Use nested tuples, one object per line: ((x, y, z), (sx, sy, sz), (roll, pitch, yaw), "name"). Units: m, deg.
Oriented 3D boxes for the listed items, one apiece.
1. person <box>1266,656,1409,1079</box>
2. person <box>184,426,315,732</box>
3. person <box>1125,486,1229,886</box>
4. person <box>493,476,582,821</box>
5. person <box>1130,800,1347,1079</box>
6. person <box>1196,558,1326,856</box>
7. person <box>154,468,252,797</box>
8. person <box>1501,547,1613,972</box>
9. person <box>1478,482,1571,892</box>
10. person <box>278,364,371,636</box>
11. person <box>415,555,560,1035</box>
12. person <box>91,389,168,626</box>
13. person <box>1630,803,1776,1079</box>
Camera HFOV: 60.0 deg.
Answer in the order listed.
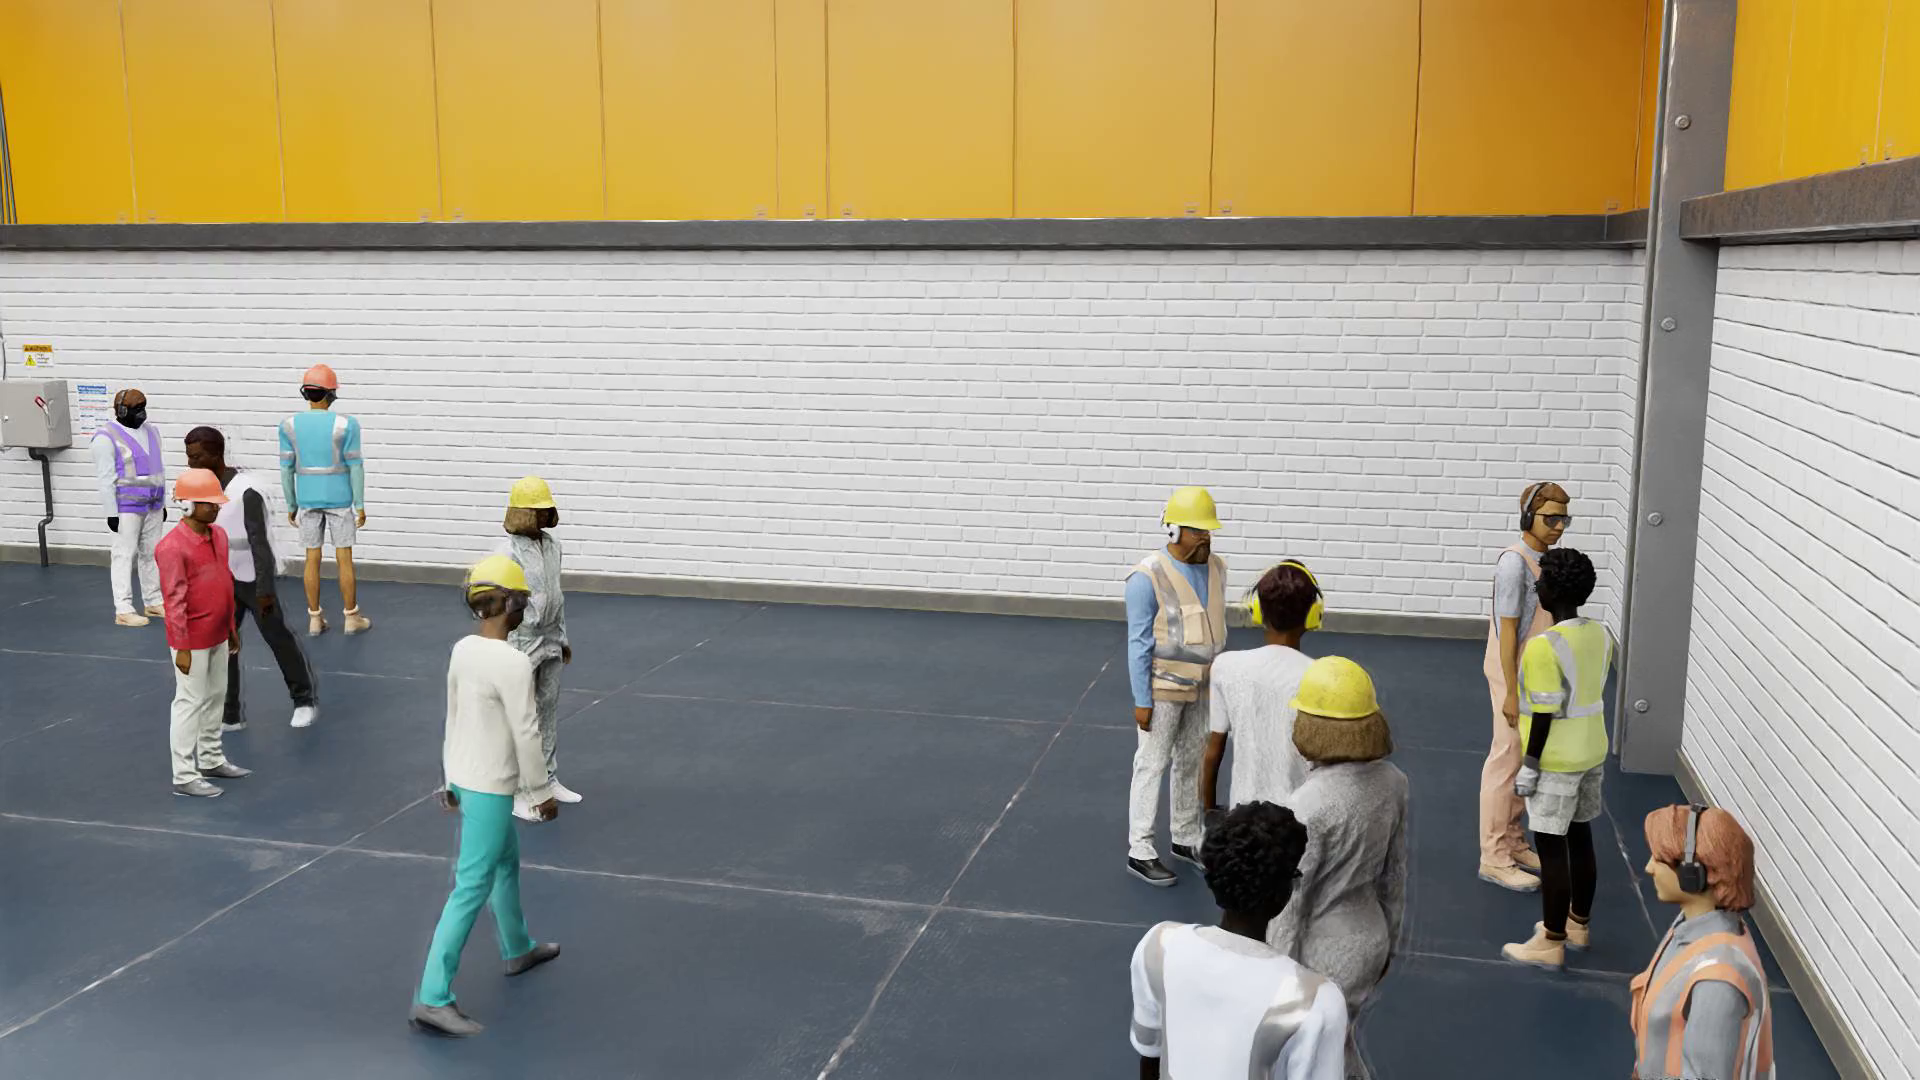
((1.042, 1.176, 4.753), (0.496, 1.730, 0.341), (-9, 13, -44), "person")
((-4.256, 0.238, 9.951), (0.605, 1.868, 0.724), (6, 11, 30), "person")
((1.006, 0.654, 7.580), (0.591, 1.823, 0.404), (-8, 12, -39), "person")
((-2.152, 0.540, 8.471), (0.297, 1.744, 0.487), (4, 10, 22), "person")
((0.594, 1.392, 3.615), (0.540, 1.690, 0.319), (9, 13, 43), "person")
((1.027, 0.989, 5.577), (0.522, 1.856, 0.789), (5, 11, 28), "person")
((-3.996, 0.482, 8.823), (0.355, 1.742, 0.558), (0, 10, 3), "person")
((2.397, 0.871, 6.652), (0.536, 1.696, 0.322), (-9, 13, -43), "person")
((2.570, 0.647, 7.548), (0.351, 1.842, 0.507), (7, 12, 36), "person")
((-4.769, -0.296, 12.505), (0.609, 2.044, 0.397), (0, 10, -2), "person")
((-1.796, 0.931, 6.279), (0.725, 1.739, 0.548), (-7, 12, -37), "person")
((-6.390, -0.257, 12.904), (0.429, 1.835, 0.629), (3, 10, 16), "person")
((1.657, 1.395, 3.765), (0.326, 1.631, 0.525), (3, 10, 19), "person")
